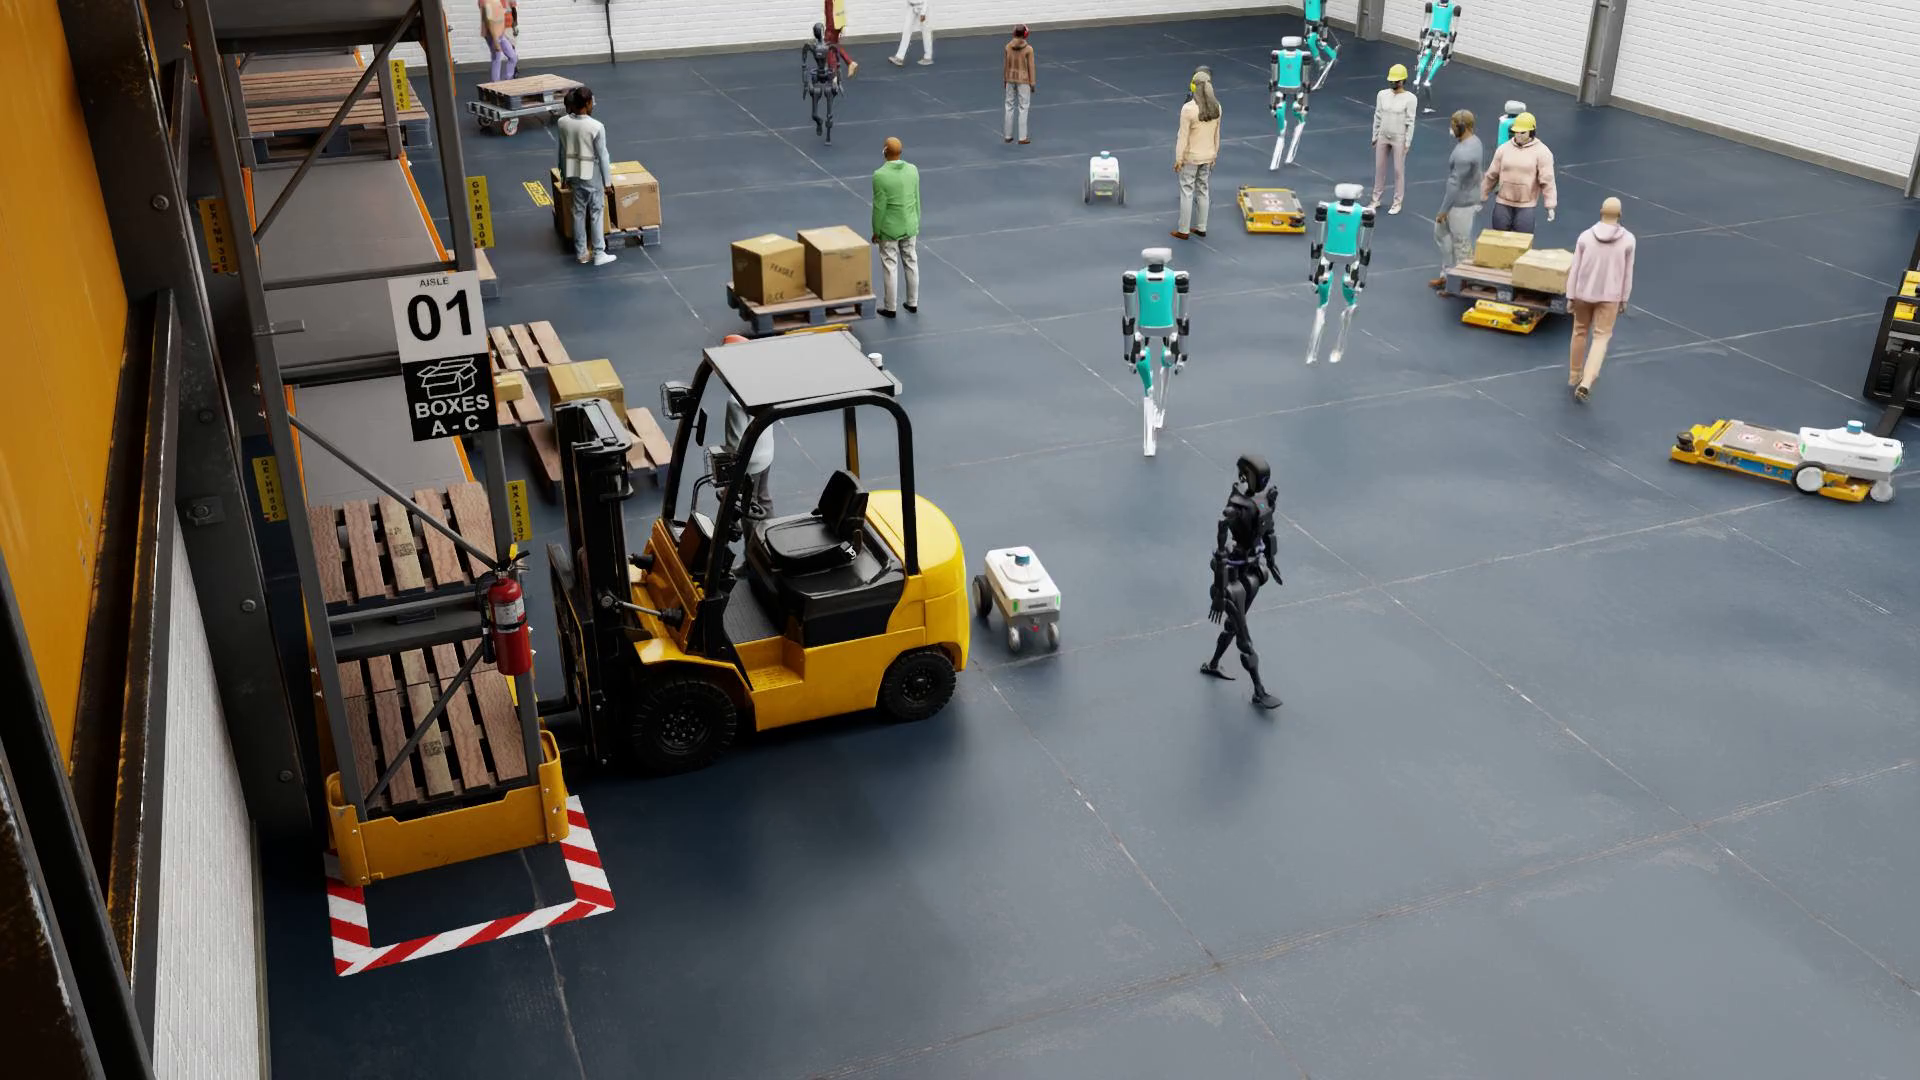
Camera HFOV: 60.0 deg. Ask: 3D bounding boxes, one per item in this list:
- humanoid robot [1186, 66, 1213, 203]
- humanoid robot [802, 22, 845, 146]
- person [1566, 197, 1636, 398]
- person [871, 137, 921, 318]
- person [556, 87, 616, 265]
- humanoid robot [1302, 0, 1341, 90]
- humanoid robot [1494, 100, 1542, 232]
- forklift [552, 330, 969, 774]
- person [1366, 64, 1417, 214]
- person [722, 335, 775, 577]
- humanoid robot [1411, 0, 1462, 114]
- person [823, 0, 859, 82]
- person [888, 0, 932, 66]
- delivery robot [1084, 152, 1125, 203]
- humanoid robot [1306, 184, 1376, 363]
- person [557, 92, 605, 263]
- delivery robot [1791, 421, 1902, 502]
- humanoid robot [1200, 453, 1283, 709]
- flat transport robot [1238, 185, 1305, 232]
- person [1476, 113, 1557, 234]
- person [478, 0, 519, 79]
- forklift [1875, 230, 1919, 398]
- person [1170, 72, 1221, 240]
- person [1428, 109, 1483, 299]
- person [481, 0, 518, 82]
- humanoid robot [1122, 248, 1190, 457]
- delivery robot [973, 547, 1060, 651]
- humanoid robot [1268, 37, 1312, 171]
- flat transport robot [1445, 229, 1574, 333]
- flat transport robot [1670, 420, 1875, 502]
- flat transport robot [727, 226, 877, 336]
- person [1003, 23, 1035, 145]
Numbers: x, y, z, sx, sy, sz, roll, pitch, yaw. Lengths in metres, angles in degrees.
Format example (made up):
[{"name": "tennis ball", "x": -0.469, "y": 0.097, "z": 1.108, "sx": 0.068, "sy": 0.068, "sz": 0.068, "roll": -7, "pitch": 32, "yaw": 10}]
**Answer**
[{"name": "humanoid robot", "x": 2.895, "y": -4.919, "z": 20.207, "sx": 0.326, "sy": 1.662, "sz": 0.609, "roll": -14, "pitch": 30, "yaw": -26}, {"name": "humanoid robot", "x": -1.884, "y": -6.341, "z": 23.046, "sx": 0.588, "sy": 1.644, "sz": 0.519, "roll": 0, "pitch": 27, "yaw": 0}, {"name": "person", "x": 5.555, "y": -2.102, "z": 14.516, "sx": 0.528, "sy": 1.758, "sz": 0.800, "roll": 14, "pitch": 30, "yaw": 26}, {"name": "person", "x": -0.632, "y": -3.083, "z": 16.435, "sx": 0.533, "sy": 1.784, "sz": 0.387, "roll": -16, "pitch": 31, "yaw": -29}, {"name": "person", "x": -4.031, "y": -3.916, "z": 17.957, "sx": 0.598, "sy": 1.909, "sz": 0.400, "roll": 11, "pitch": 29, "yaw": 21}, {"name": "humanoid robot", "x": 5.715, "y": -7.859, "z": 26.116, "sx": 0.754, "sy": 1.900, "sz": 0.539, "roll": -14, "pitch": 30, "yaw": -25}, {"name": "humanoid robot", "x": 6.062, "y": -3.818, "z": 17.973, "sx": 0.654, "sy": 1.819, "sz": 0.530, "roll": 2, "pitch": 27, "yaw": 3}, {"name": "forklift", "x": -1.094, "y": 0.010, "z": 9.831, "sx": 2.313, "sy": 2.155, "sz": 1.214, "roll": -10, "pitch": 28, "yaw": -20}, {"name": "person", "x": 5.148, "y": -4.781, "z": 19.839, "sx": 0.525, "sy": 1.760, "sz": 0.337, "roll": 21, "pitch": 34, "yaw": 36}, {"name": "person", "x": -1.477, "y": -0.584, "z": 11.510, "sx": 0.352, "sy": 1.740, "sz": 0.571, "roll": 7, "pitch": 28, "yaw": 14}, {"name": "humanoid robot", "x": 6.985, "y": -7.181, "z": 24.649, "sx": 0.589, "sy": 1.791, "sz": 0.816, "roll": 13, "pitch": 30, "yaw": 25}, {"name": "person", "x": -1.991, "y": -8.238, "z": 26.721, "sx": 0.542, "sy": 1.757, "sz": 0.478, "roll": 9, "pitch": 28, "yaw": 17}, {"name": "person", "x": -0.807, "y": -8.867, "z": 27.868, "sx": 0.923, "sy": 1.841, "sz": 0.604, "roll": -24, "pitch": 35, "yaw": -39}, {"name": "delivery robot", "x": 1.789, "y": -4.514, "z": 20.628, "sx": 0.499, "sy": 0.577, "sz": 0.769, "roll": 1, "pitch": 27, "yaw": 3}, {"name": "humanoid robot", "x": 3.489, "y": -2.442, "z": 15.233, "sx": 0.548, "sy": 1.776, "sz": 0.773, "roll": 9, "pitch": 28, "yaw": 17}, {"name": "person", "x": -4.133, "y": -4.032, "z": 18.291, "sx": 0.512, "sy": 1.820, "sz": 0.828, "roll": 7, "pitch": 28, "yaw": 14}, {"name": "delivery robot", "x": 6.875, "y": -0.642, "z": 12.935, "sx": 0.765, "sy": 0.585, "sz": 0.499, "roll": 11, "pitch": 29, "yaw": 20}, {"name": "humanoid robot", "x": 1.763, "y": 0.217, "z": 10.017, "sx": 0.619, "sy": 1.624, "sz": 0.713, "roll": -23, "pitch": 35, "yaw": -38}, {"name": "flat transport robot", "x": 3.707, "y": -3.943, "z": 19.831, "sx": 0.659, "sy": 0.231, "sz": 1.431, "roll": 2, "pitch": 27, "yaw": 3}, {"name": "person", "x": 5.745, "y": -3.480, "z": 17.146, "sx": 0.823, "sy": 1.853, "sz": 0.434, "roll": 17, "pitch": 31, "yaw": 30}, {"name": "person", "x": -7.304, "y": -8.177, "z": 26.384, "sx": 0.597, "sy": 1.958, "sz": 0.379, "roll": -8, "pitch": 28, "yaw": -15}, {"name": "forklift", "x": 9.029, "y": -2.397, "z": 14.618, "sx": 1.214, "sy": 2.155, "sz": 2.313, "roll": 18, "pitch": 32, "yaw": 32}, {"name": "person", "x": 2.694, "y": -4.342, "z": 18.853, "sx": 0.566, "sy": 1.867, "sz": 0.415, "roll": -16, "pitch": 31, "yaw": -28}, {"name": "person", "x": 5.053, "y": -3.411, "z": 16.936, "sx": 0.564, "sy": 1.912, "sz": 0.668, "roll": 9, "pitch": 28, "yaw": 18}, {"name": "person", "x": -7.084, "y": -7.738, "z": 25.639, "sx": 0.564, "sy": 1.824, "sz": 0.599, "roll": 1, "pitch": 27, "yaw": 1}, {"name": "humanoid robot", "x": 1.598, "y": -1.597, "z": 13.582, "sx": 0.548, "sy": 1.772, "sz": 1.040, "roll": 4, "pitch": 27, "yaw": 8}, {"name": "delivery robot", "x": 0.404, "y": 0.343, "z": 10.997, "sx": 0.499, "sy": 0.604, "sz": 0.806, "roll": -7, "pitch": 27, "yaw": -13}, {"name": "humanoid robot", "x": 4.303, "y": -5.689, "z": 21.670, "sx": 0.546, "sy": 1.755, "sz": 0.935, "roll": 9, "pitch": 28, "yaw": 18}, {"name": "flat transport robot", "x": 5.629, "y": -2.418, "z": 16.796, "sx": 0.659, "sy": 0.231, "sz": 1.431, "roll": 17, "pitch": 31, "yaw": 30}, {"name": "flat transport robot", "x": 6.526, "y": -0.660, "z": 13.300, "sx": 1.431, "sy": 0.231, "sz": 0.659, "roll": 20, "pitch": 33, "yaw": 34}, {"name": "flat transport robot", "x": -1.556, "y": -2.139, "z": 16.243, "sx": 0.659, "sy": 0.231, "sz": 1.431, "roll": -11, "pitch": 29, "yaw": -21}, {"name": "person", "x": 0.813, "y": -6.299, "z": 22.985, "sx": 0.473, "sy": 1.641, "sz": 0.340, "roll": 11, "pitch": 29, "yaw": 21}]
